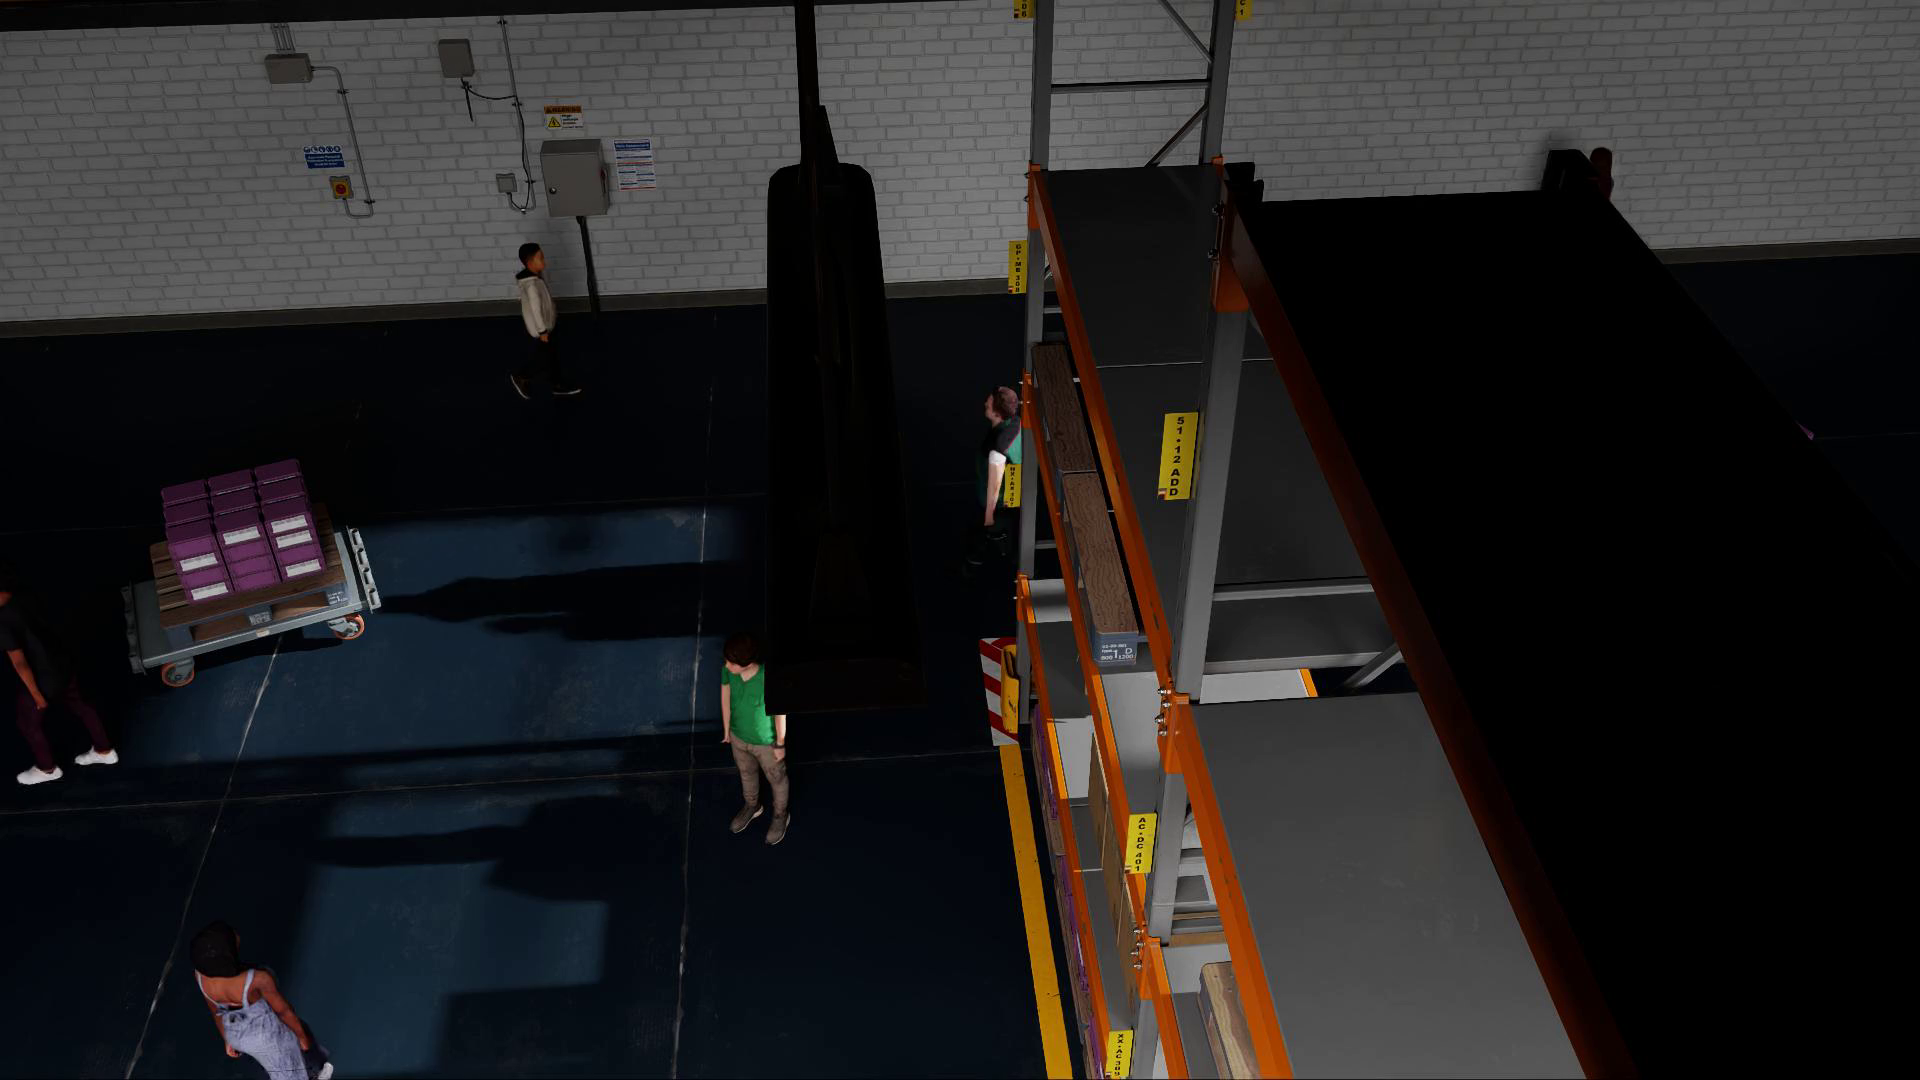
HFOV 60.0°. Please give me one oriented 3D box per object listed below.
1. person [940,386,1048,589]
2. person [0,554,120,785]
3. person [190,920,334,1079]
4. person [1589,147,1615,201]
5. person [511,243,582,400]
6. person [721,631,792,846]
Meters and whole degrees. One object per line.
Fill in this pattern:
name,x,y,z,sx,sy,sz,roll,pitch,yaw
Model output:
person,0.347,-0.271,11.741,0.999,1.809,1.165,11,40,14
person,-5.689,0.797,10.440,0.685,1.763,0.739,-1,39,-2
person,-3.518,2.551,8.319,0.824,1.670,1.148,9,39,11
person,5.592,-2.610,14.758,0.873,1.697,1.200,-17,42,-20
person,-3.578,-1.811,13.959,0.671,1.446,0.723,-2,39,-2
person,-1.231,1.159,10.076,0.666,1.652,0.686,16,41,19
